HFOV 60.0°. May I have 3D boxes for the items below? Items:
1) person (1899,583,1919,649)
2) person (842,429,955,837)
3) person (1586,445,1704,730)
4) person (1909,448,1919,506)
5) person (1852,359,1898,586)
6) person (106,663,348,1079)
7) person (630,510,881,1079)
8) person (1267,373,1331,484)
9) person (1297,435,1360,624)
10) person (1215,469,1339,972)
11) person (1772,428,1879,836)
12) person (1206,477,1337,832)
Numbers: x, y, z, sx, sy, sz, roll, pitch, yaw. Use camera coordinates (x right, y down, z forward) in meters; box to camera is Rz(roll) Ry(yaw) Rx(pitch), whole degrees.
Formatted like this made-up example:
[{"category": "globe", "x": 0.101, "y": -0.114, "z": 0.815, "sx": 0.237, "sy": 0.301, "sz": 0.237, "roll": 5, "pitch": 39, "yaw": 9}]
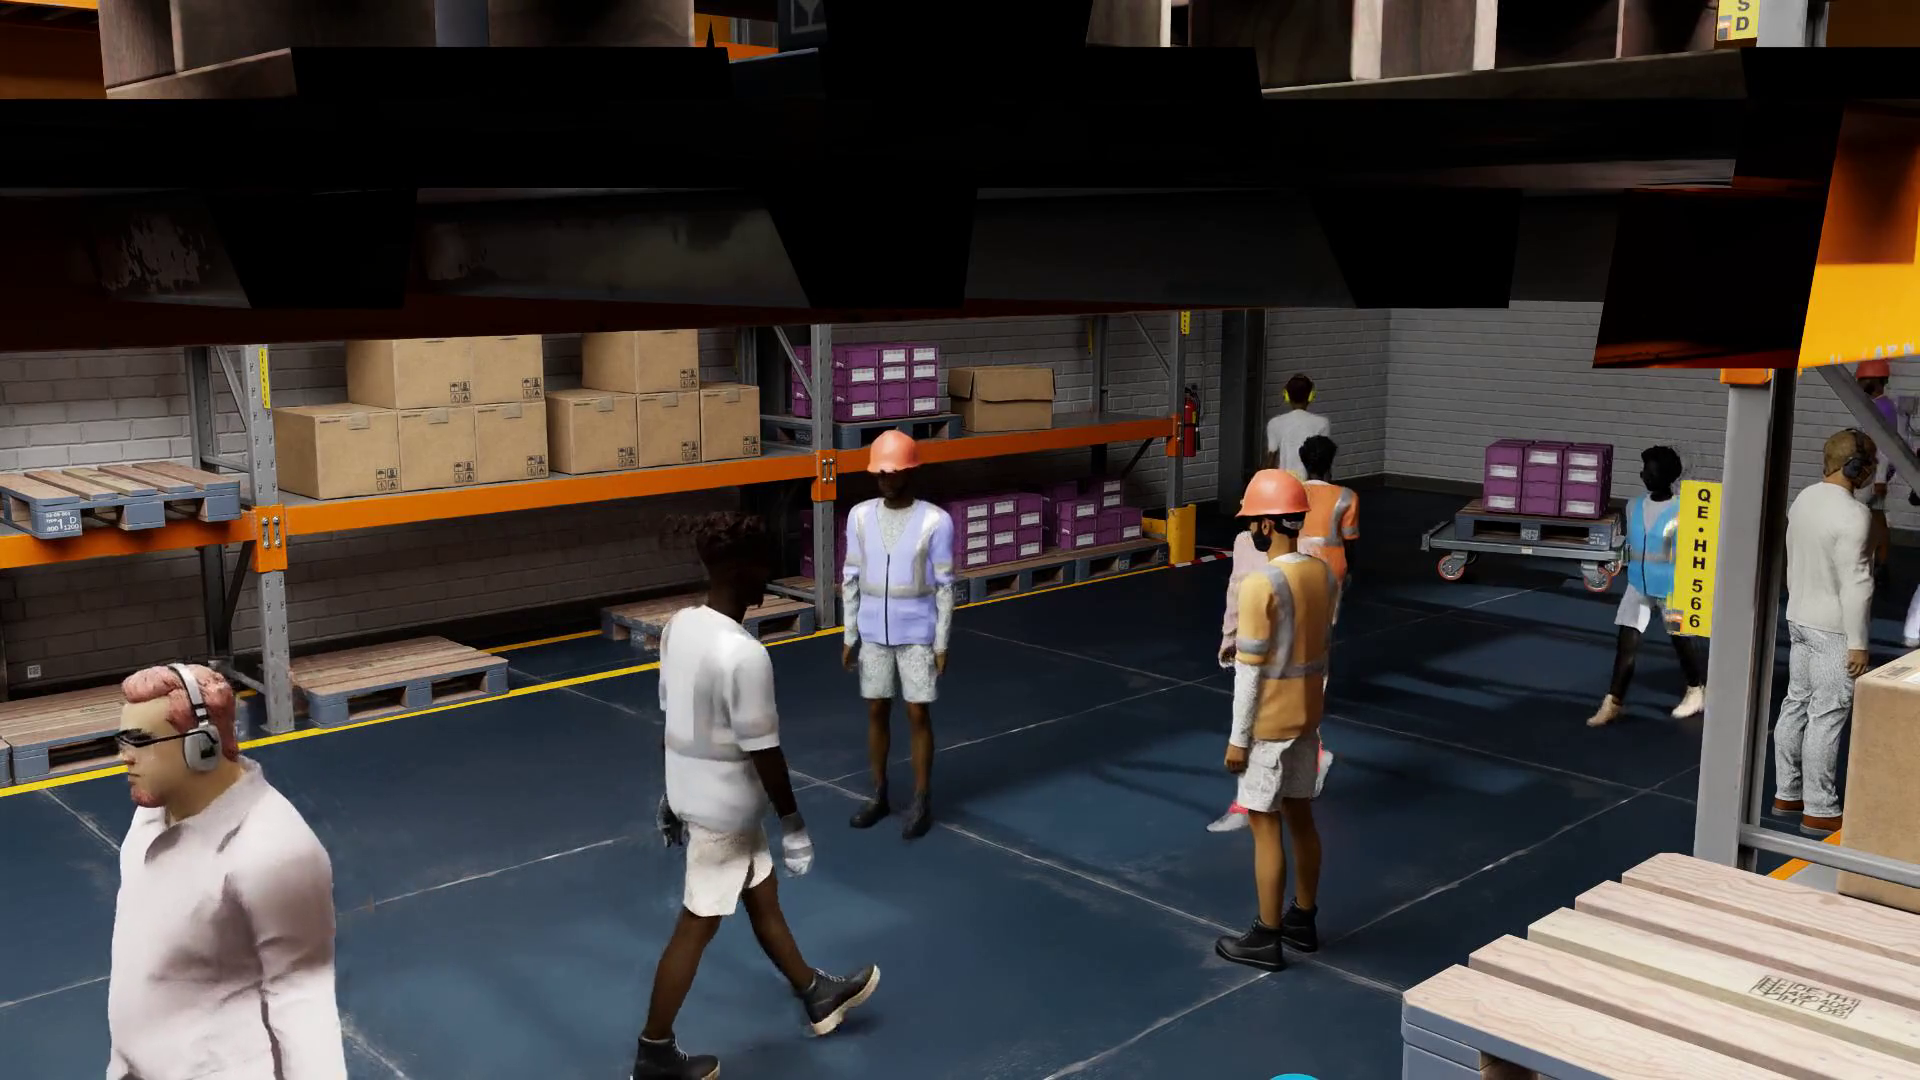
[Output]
[{"category": "person", "x": 6.879, "y": -0.062, "z": 11.439, "sx": 0.642, "sy": 1.733, "sz": 0.548, "roll": 1, "pitch": 10, "yaw": 6}, {"category": "person", "x": -0.306, "y": 0.439, "z": 7.885, "sx": 0.550, "sy": 1.935, "sz": 0.370, "roll": 3, "pitch": 10, "yaw": 18}, {"category": "person", "x": 4.088, "y": 0.272, "z": 9.693, "sx": 0.867, "sy": 1.655, "sz": 0.539, "roll": -6, "pitch": 11, "yaw": -31}, {"category": "person", "x": 7.916, "y": -0.431, "z": 13.309, "sx": 0.628, "sy": 1.829, "sz": 0.446, "roll": -3, "pitch": 10, "yaw": -17}, {"category": "person", "x": 7.441, "y": -0.568, "z": 13.825, "sx": 0.750, "sy": 1.912, "sz": 0.579, "roll": 4, "pitch": 11, "yaw": 25}, {"category": "person", "x": -1.658, "y": 1.193, "z": 3.588, "sx": 0.587, "sy": 1.883, "sz": 0.663, "roll": -10, "pitch": 14, "yaw": -44}, {"category": "person", "x": -0.680, "y": 0.848, "z": 5.517, "sx": 0.998, "sy": 1.911, "sz": 0.634, "roll": -5, "pitch": 11, "yaw": -28}, {"category": "person", "x": 2.623, "y": -0.372, "z": 12.910, "sx": 0.522, "sy": 1.845, "sz": 0.808, "roll": 5, "pitch": 11, "yaw": 27}, {"category": "person", "x": 2.131, "y": 0.203, "z": 10.033, "sx": 0.539, "sy": 1.672, "sz": 0.663, "roll": 3, "pitch": 10, "yaw": 16}, {"category": "person", "x": 1.208, "y": 0.687, "z": 6.446, "sx": 0.379, "sy": 1.929, "sz": 0.540, "roll": 9, "pitch": 13, "yaw": 42}, {"category": "person", "x": 4.139, "y": 0.432, "z": 7.915, "sx": 0.372, "sy": 1.938, "sz": 0.630, "roll": 0, "pitch": 10, "yaw": 1}, {"category": "person", "x": 1.535, "y": 0.511, "z": 8.032, "sx": 0.784, "sy": 1.743, "sz": 0.523, "roll": -4, "pitch": 11, "yaw": -24}]
